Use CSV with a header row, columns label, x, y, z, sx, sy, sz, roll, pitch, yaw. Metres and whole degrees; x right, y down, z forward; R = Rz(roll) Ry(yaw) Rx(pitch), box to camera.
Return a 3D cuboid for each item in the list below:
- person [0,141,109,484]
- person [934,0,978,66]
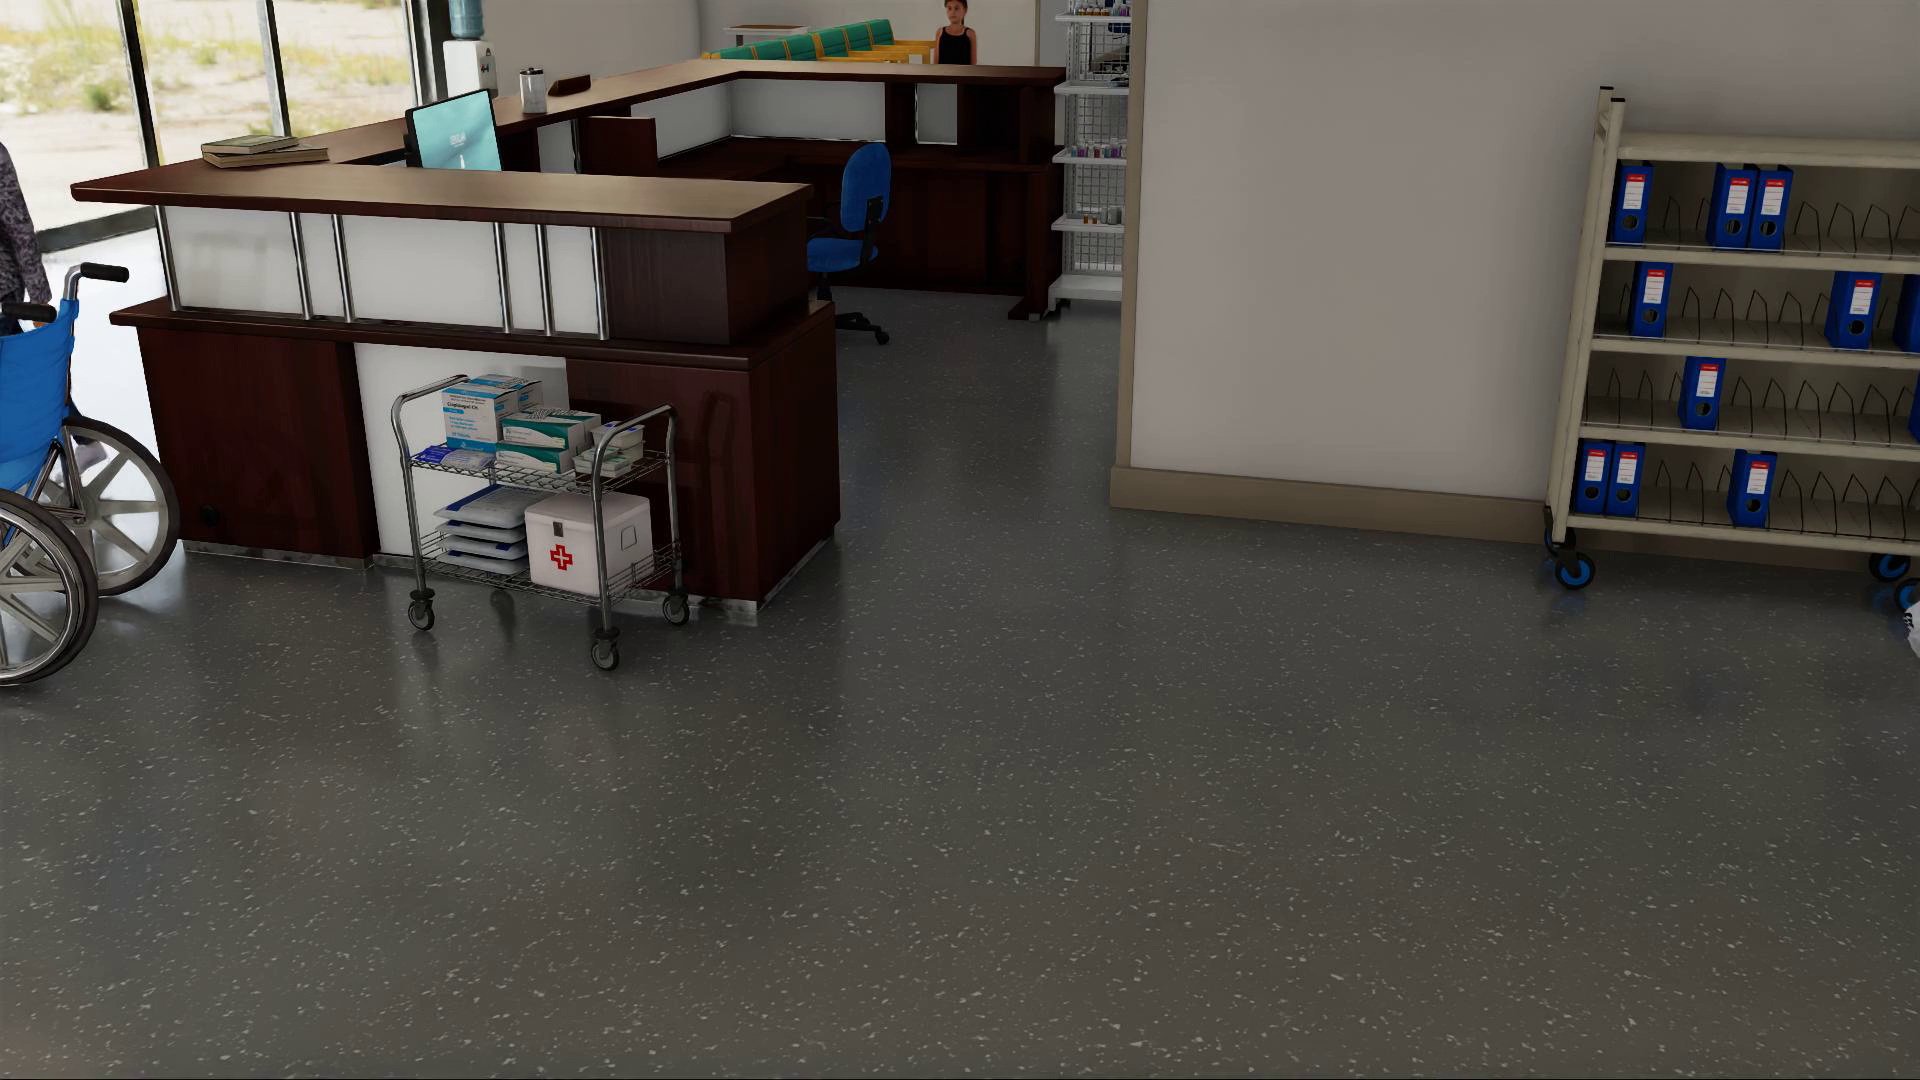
label,x,y,z,sx,sy,sz,roll,pitch,yaw
person,-3.579,-0.922,6.224,1.141,1.677,0.735,7,22,17
person,-0.046,-3.709,13.742,0.486,1.565,0.621,3,21,8
